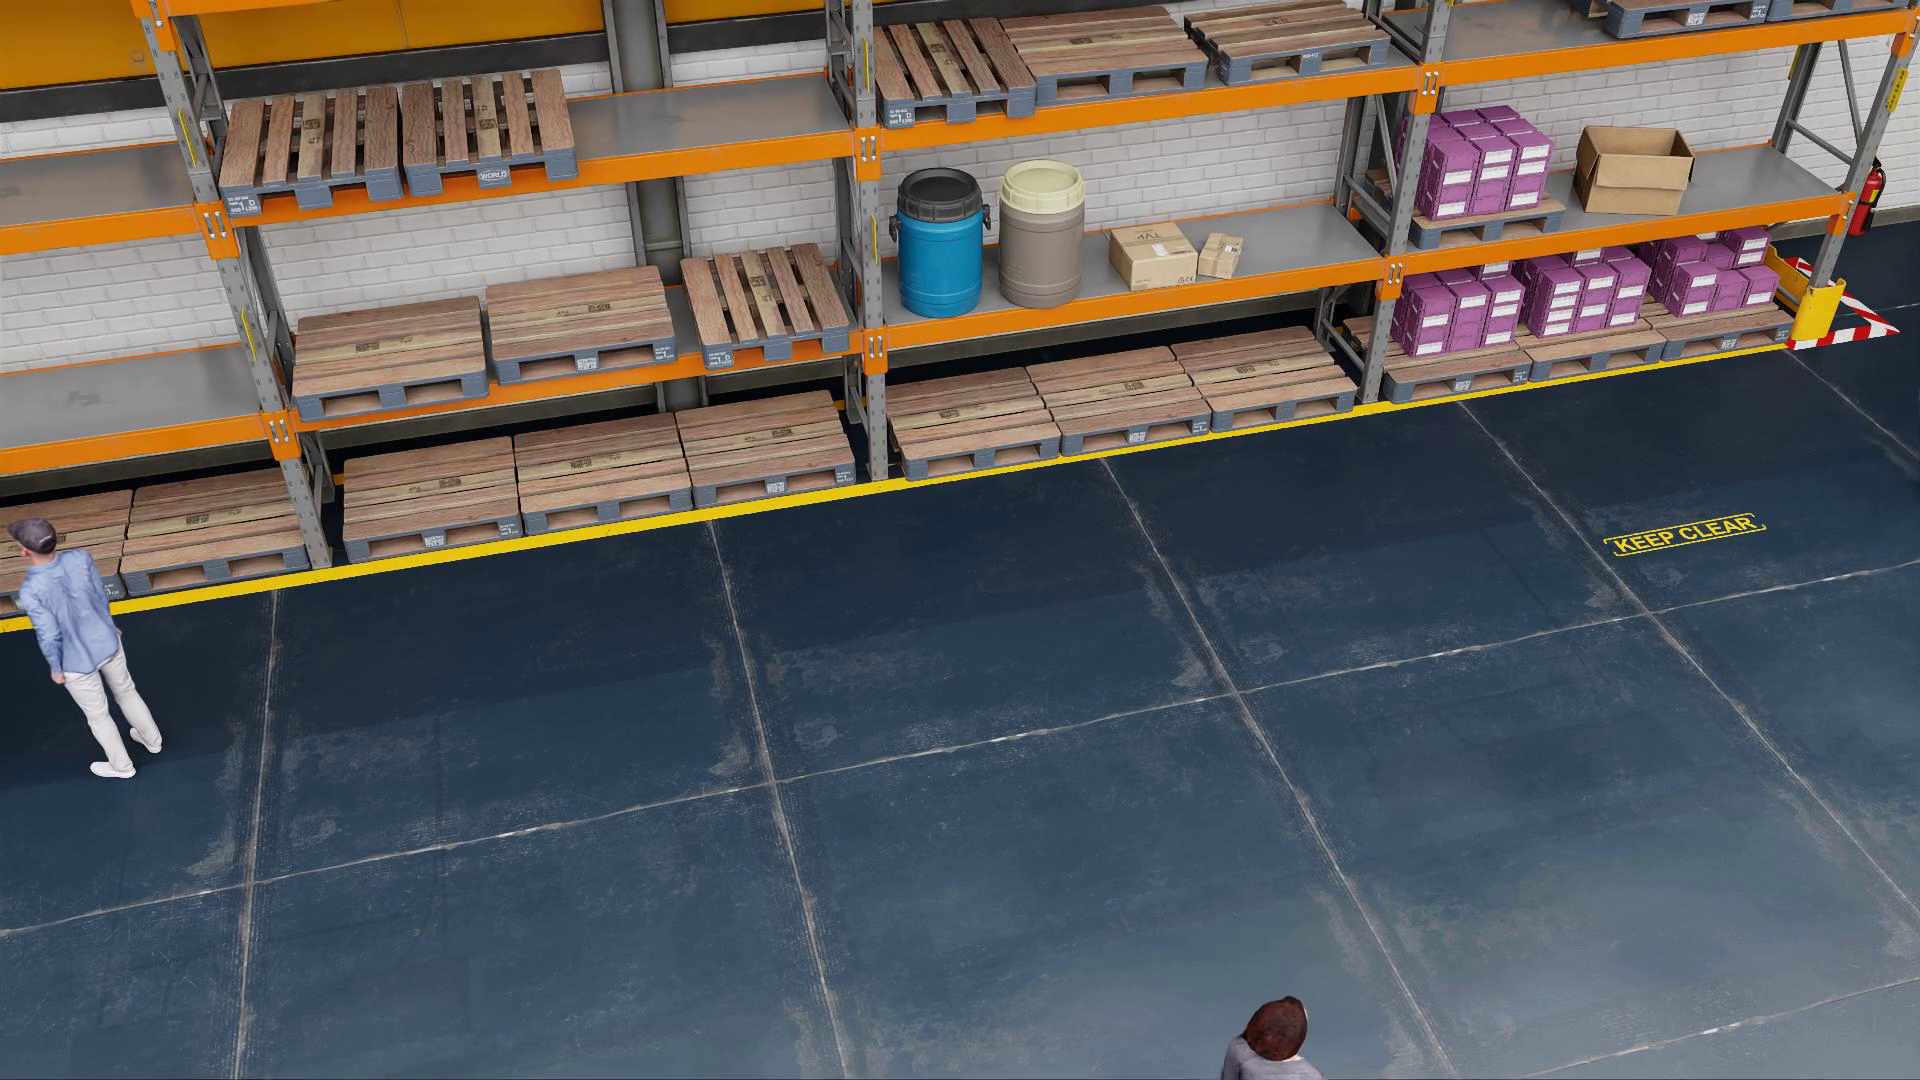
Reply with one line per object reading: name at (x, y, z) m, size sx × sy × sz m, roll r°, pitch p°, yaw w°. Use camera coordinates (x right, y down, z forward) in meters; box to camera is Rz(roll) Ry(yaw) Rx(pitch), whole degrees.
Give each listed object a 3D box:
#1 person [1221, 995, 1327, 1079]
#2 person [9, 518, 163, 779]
person at (1.287, 2.621, 7.198) m, size 1.040 × 1.743 × 1.108 m, roll 20°, pitch 43°, yaw 23°
person at (-5.048, 0.618, 9.590) m, size 0.777 × 1.888 × 0.741 m, roll 15°, pitch 41°, yaw 18°
